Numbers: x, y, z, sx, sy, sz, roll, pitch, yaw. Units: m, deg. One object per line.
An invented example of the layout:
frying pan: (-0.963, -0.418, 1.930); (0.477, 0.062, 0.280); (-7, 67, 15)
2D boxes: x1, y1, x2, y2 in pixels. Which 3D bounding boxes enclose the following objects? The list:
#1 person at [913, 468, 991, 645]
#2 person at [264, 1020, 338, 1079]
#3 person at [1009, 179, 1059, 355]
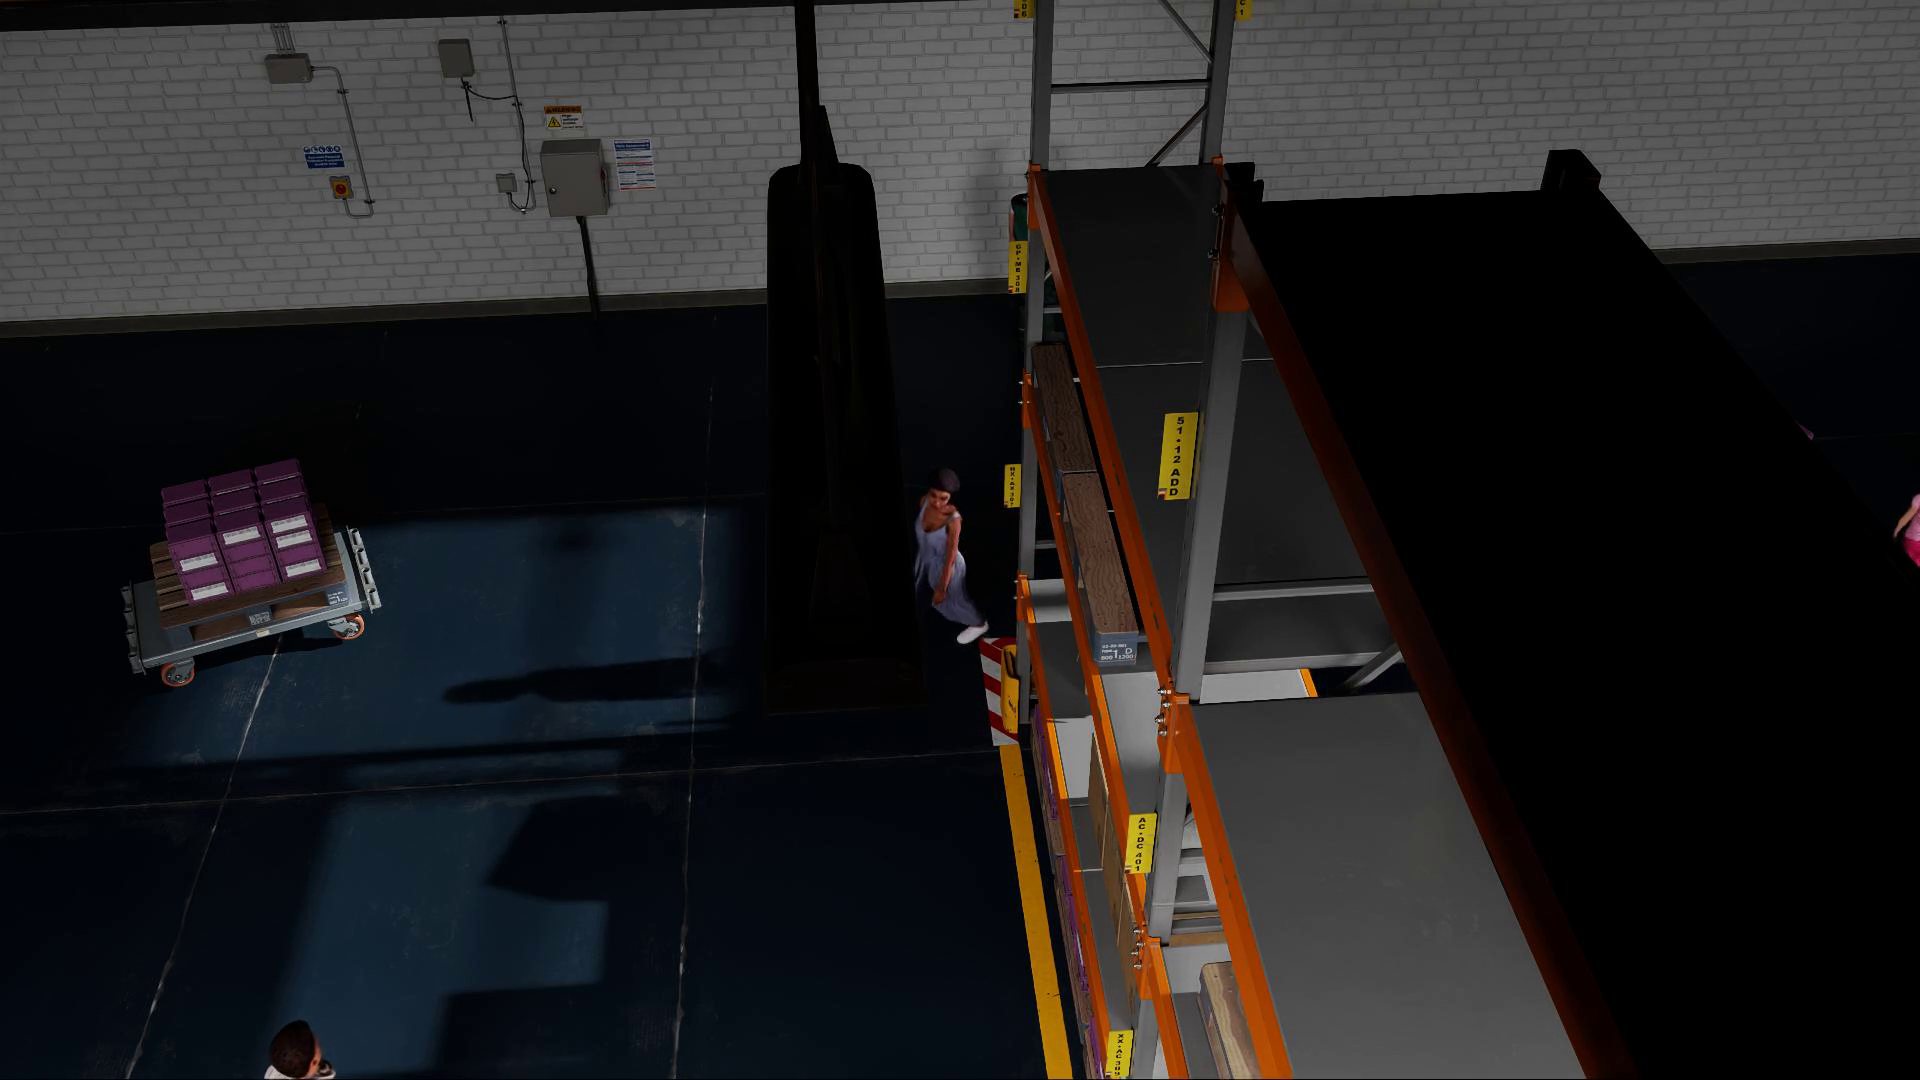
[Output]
person: (-0.066, 0.182, 11.296); (1.074, 1.654, 1.105); (-27, 46, -29)
person: (-2.906, 2.869, 7.772); (0.747, 1.855, 0.719); (12, 40, 15)
person: (0.673, -2.433, 14.420); (0.728, 1.843, 0.729); (11, 40, 14)
